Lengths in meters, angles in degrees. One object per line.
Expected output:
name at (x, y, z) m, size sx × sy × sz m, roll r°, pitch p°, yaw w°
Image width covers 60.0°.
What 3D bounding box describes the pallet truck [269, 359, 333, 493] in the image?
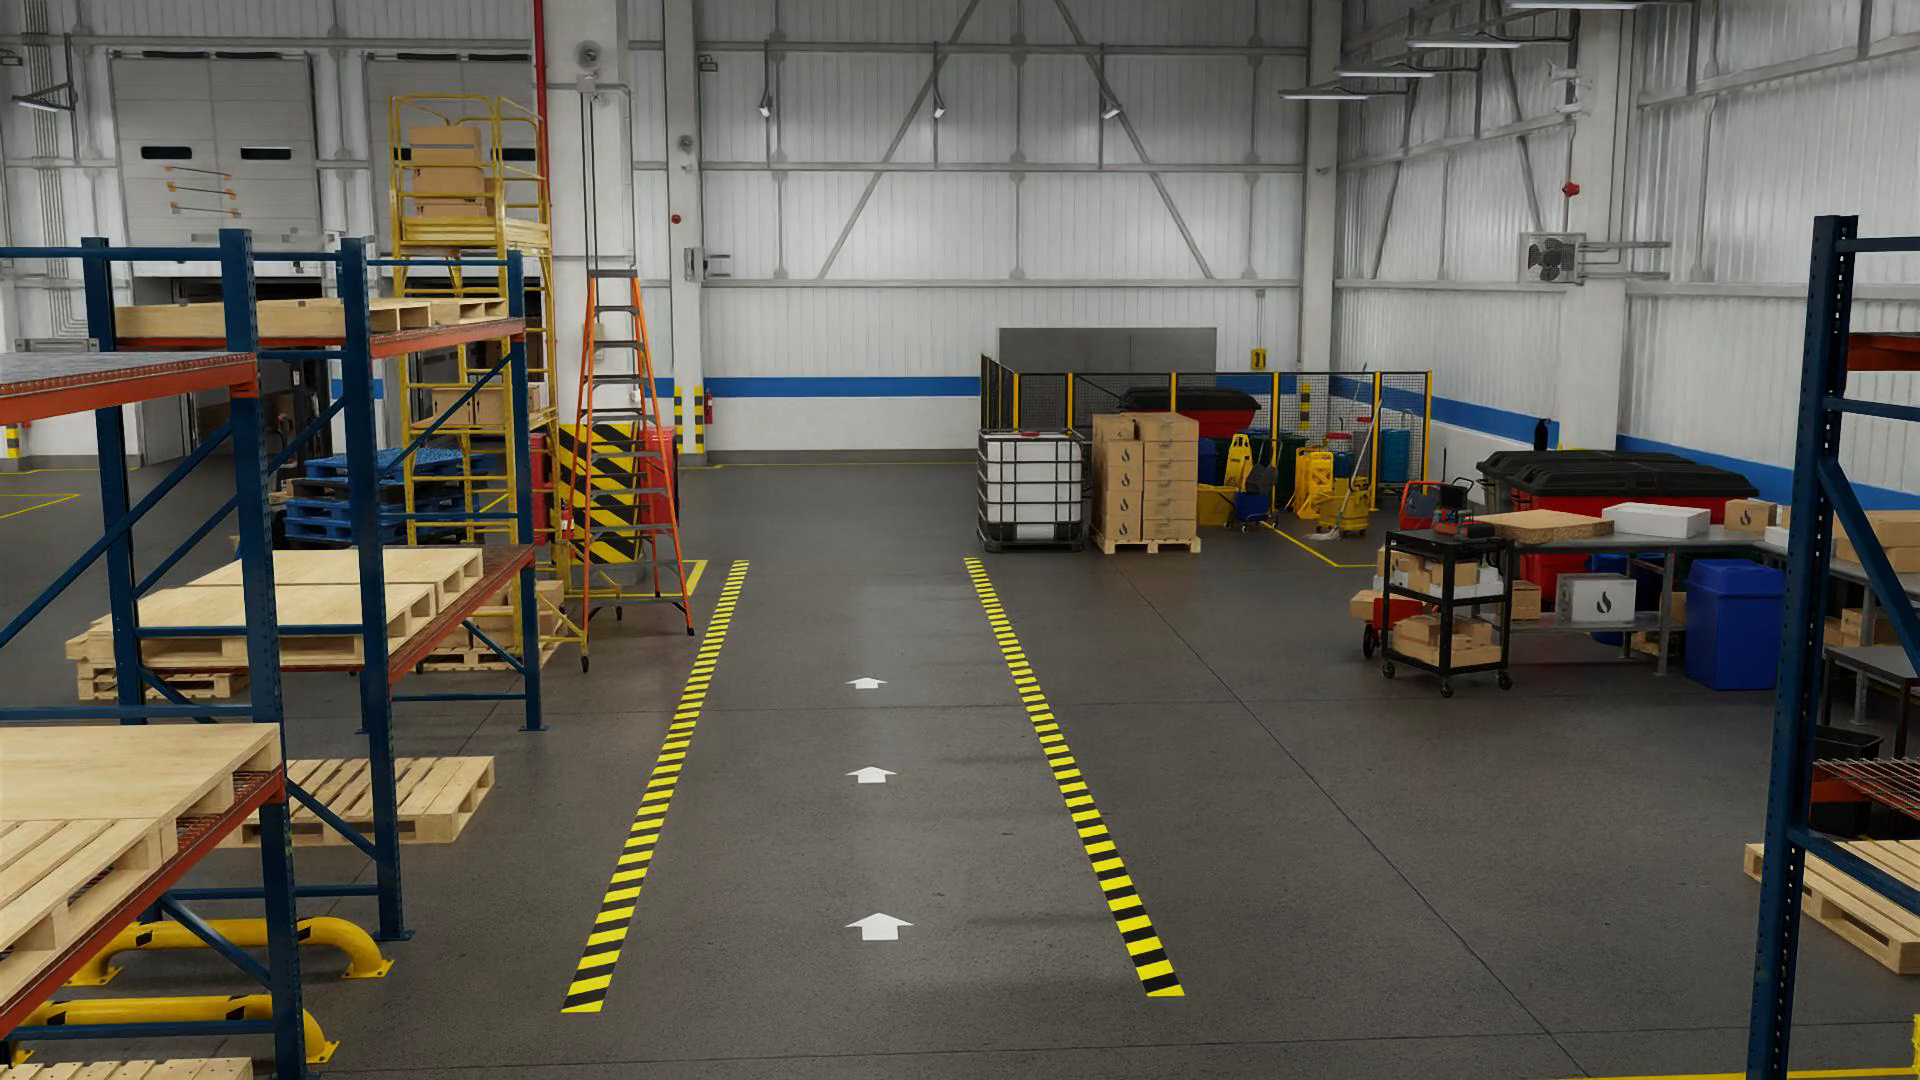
pallet truck at (-7.062, -1.131, 18.996) m, size 1.885 × 1.965 × 0.823 m, roll 2°, pitch 9°, yaw 13°
